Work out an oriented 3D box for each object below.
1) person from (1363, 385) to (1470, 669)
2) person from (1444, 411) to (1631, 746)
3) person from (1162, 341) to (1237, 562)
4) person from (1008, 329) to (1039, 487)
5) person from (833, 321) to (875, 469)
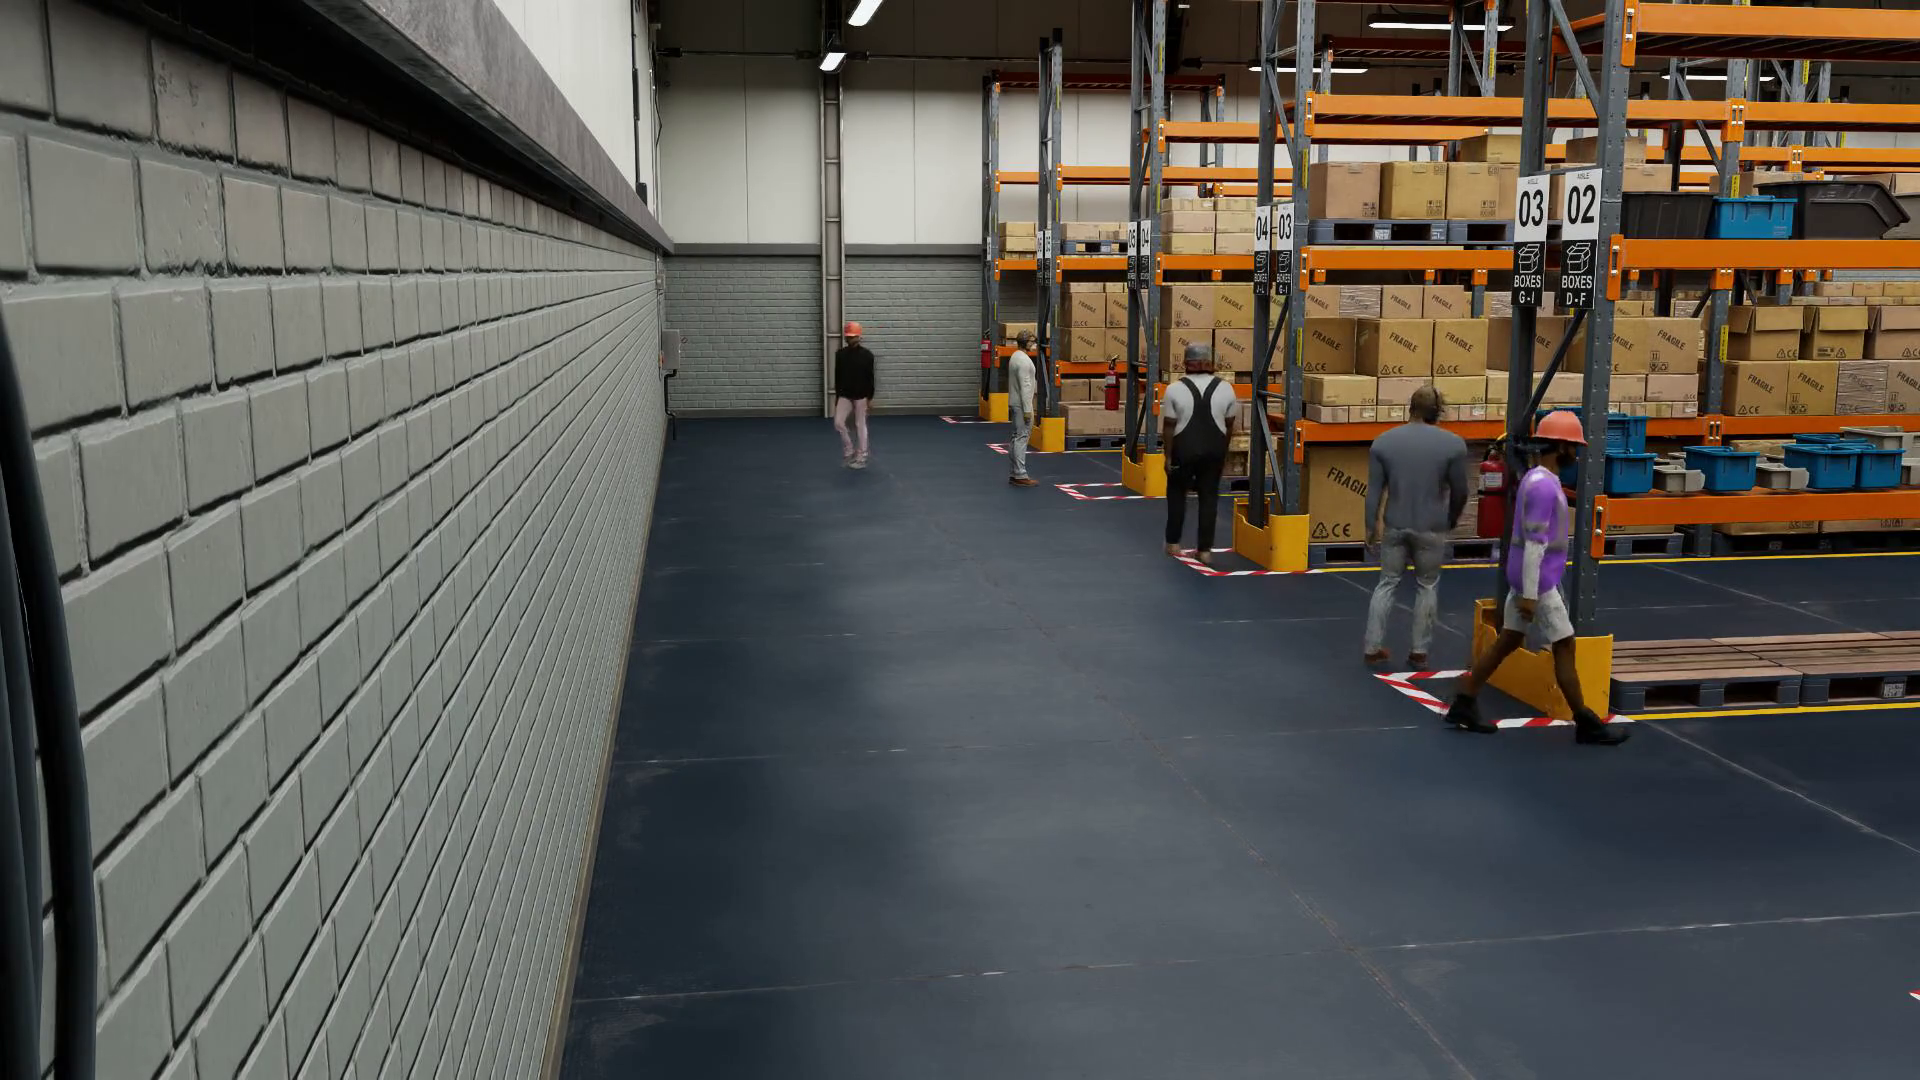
[{"bbox_3d":[3.045,-0.079,11.073,0.648,1.902,0.533,5,11,30],"label":"person"},{"bbox_3d":[3.247,0.213,9.376,0.997,1.886,0.569,2,9,14],"label":"person"},{"bbox_3d":[2.162,-0.839,15.320,0.694,2.000,0.767,-1,9,-4],"label":"person"},{"bbox_3d":[0.774,-1.628,20.508,0.354,1.936,0.636,-1,9,-9],"label":"person"},{"bbox_3d":[-1.421,-1.919,22.169,0.641,1.974,0.531,5,10,28],"label":"person"}]
